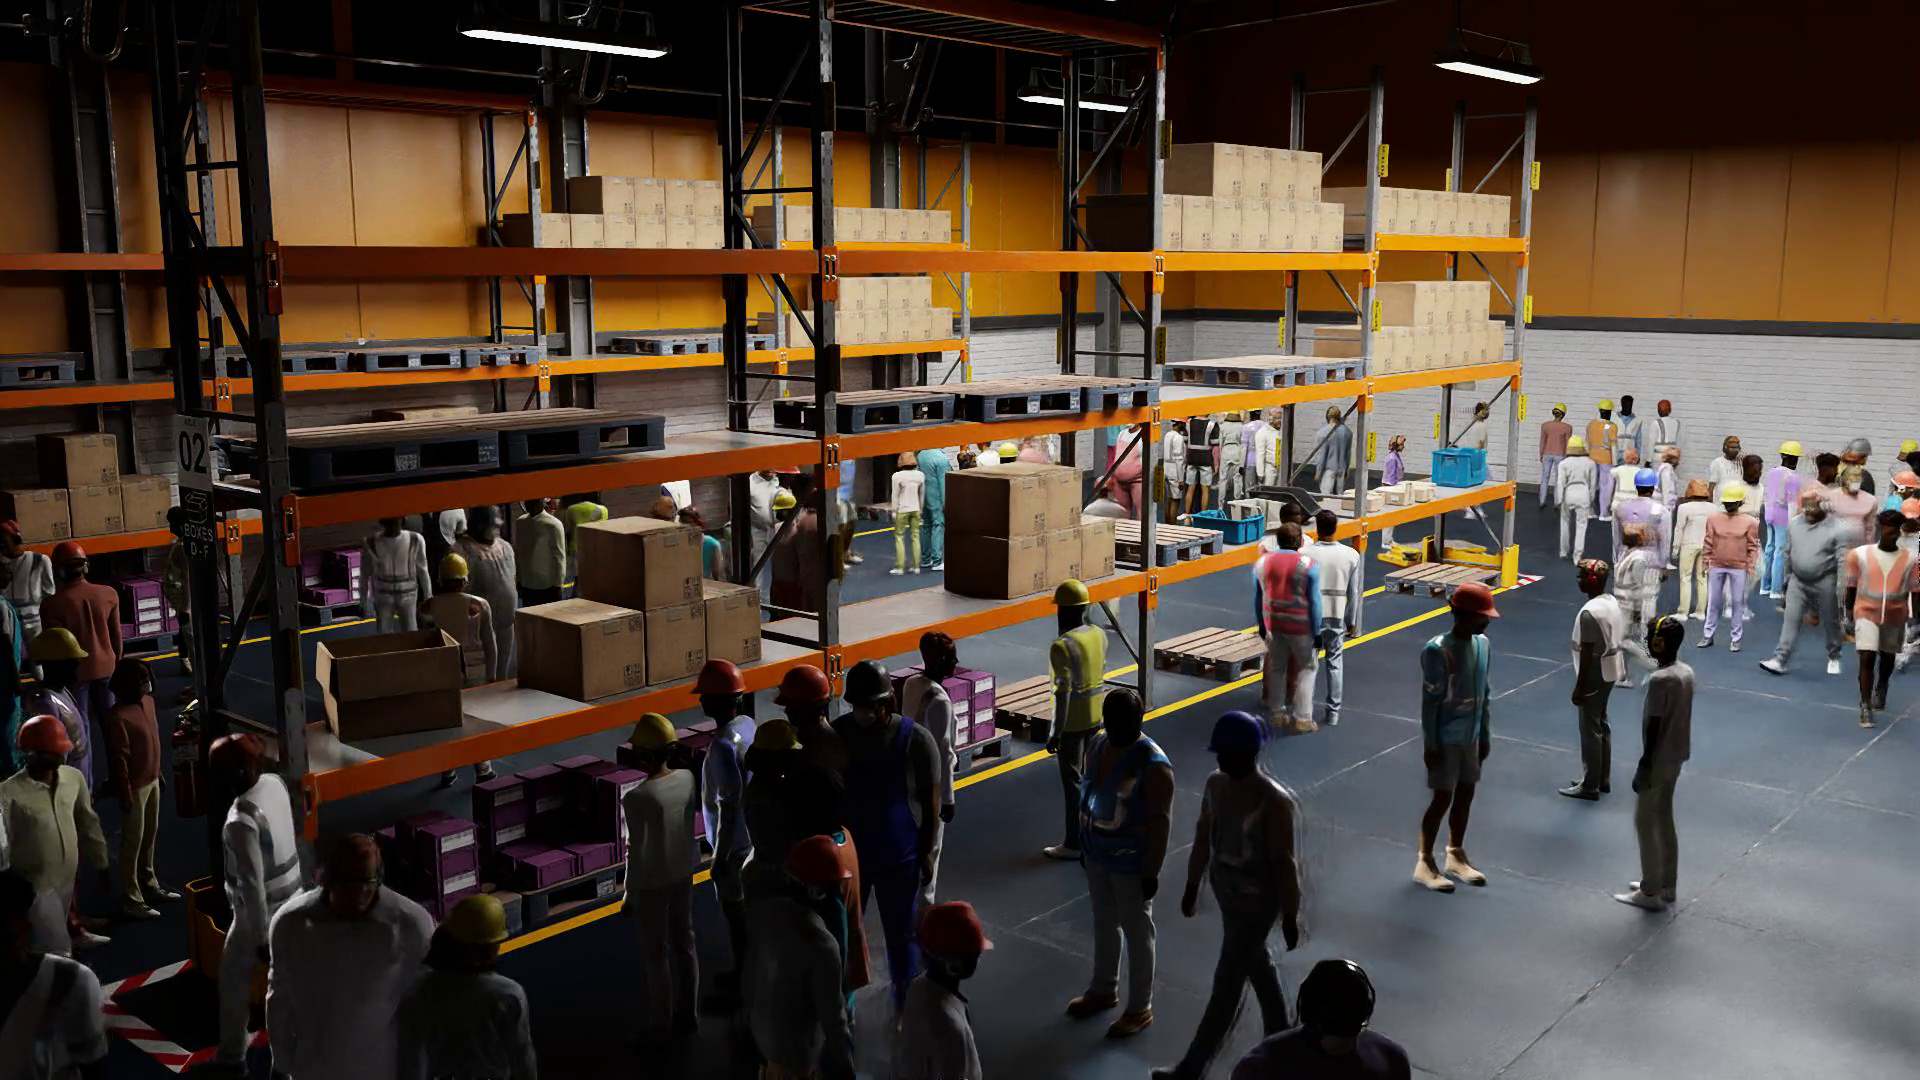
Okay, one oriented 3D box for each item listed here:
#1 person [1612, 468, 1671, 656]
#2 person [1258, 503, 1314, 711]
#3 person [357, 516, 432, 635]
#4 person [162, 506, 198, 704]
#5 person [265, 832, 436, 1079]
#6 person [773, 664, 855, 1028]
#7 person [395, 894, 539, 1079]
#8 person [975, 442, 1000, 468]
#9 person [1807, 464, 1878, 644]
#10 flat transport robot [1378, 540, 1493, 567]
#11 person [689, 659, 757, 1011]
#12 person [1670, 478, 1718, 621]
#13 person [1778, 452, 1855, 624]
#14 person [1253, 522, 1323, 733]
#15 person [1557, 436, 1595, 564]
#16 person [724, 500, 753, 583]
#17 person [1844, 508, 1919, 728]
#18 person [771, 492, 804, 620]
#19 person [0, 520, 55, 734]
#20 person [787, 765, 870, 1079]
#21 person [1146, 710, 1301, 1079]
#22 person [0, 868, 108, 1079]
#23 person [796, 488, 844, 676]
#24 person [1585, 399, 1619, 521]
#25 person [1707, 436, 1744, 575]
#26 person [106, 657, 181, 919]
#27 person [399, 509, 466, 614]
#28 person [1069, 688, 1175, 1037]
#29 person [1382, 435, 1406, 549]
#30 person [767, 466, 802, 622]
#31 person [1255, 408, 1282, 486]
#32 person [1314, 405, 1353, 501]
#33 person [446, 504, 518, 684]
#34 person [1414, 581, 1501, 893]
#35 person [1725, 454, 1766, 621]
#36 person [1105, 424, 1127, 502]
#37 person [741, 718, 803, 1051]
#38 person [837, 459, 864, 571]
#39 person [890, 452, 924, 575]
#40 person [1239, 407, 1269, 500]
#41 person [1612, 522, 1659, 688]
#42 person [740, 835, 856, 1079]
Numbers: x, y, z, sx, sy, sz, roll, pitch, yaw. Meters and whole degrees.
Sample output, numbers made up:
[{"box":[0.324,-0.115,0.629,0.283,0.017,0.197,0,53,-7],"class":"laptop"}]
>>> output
[{"box":[7.044,0.225,17.210,0.381,1.951,0.605,-8,13,-41],"class":"person"},{"box":[2.952,0.598,15.131,0.599,1.905,0.391,-5,11,-29],"class":"person"},{"box":[-5.247,0.562,15.454,0.693,1.862,0.438,-3,10,-17],"class":"person"},{"box":[-7.123,0.589,15.383,0.429,1.837,0.620,-2,10,-13],"class":"person"},{"box":[-2.372,2.053,6.490,0.668,1.883,0.581,-1,10,-8],"class":"person"},{"box":[-0.780,1.620,8.788,0.408,1.985,0.620,-6,11,-30],"class":"person"},{"box":[-1.851,2.177,6.255,0.595,1.703,0.525,-1,10,-4],"class":"person"},{"box":[0.369,-0.529,22.030,0.384,1.841,0.565,5,11,25],"class":"person"},{"box":[9.491,0.126,17.910,0.632,1.924,0.671,0,10,2],"class":"person"},{"box":[6.443,0.175,22.512,1.431,0.197,0.652,-4,10,-23],"class":"flat transport robot"},{"box":[-1.274,1.596,9.063,0.374,1.935,0.552,1,10,6],"class":"person"},{"box":[8.316,0.113,18.846,0.498,1.627,0.283,-2,10,-12],"class":"person"},{"box":[9.764,-0.041,18.848,0.875,1.931,0.609,7,12,38],"class":"person"},{"box":[2.840,0.754,14.395,0.659,1.837,0.429,8,12,40],"class":"person"},{"box":[8.359,-0.559,22.618,0.495,1.702,0.873,2,10,14],"class":"person"},{"box":[-2.320,0.342,17.433,0.309,1.641,0.513,2,10,10],"class":"person"},{"box":[8.199,0.646,14.791,0.613,1.925,0.987,4,10,24],"class":"person"},{"box":[-1.736,0.396,16.743,0.310,1.768,0.533,-9,13,-42],"class":"person"},{"box":[-8.086,0.750,14.324,0.589,1.877,0.375,-1,10,-7],"class":"person"},{"box":[-0.579,1.909,7.247,0.379,1.919,0.597,-1,10,-4],"class":"person"},{"box":[1.322,1.762,8.191,0.986,1.889,0.656,-4,10,-25],"class":"person"},{"box":[-3.385,2.106,5.983,0.639,1.946,0.522,-1,10,-7],"class":"person"},{"box":[-1.357,0.397,16.358,0.397,1.901,0.642,-5,11,-28],"class":"person"},{"box":[10.083,-1.256,26.113,0.359,1.930,0.587,-5,11,-30],"class":"person"},{"box":[9.914,-0.440,21.538,0.501,1.839,0.347,-2,10,-10],"class":"person"},{"box":[-5.109,1.529,10.366,0.274,1.632,0.507,0,10,-2],"class":"person"},{"box":[-5.345,0.243,16.835,0.681,2.000,0.535,-4,10,-21],"class":"person"},{"box":[0.837,1.683,8.821,0.429,1.846,0.633,-6,11,-34],"class":"person"},{"box":[6.124,-0.674,23.542,0.313,1.631,0.525,3,10,17],"class":"person"},{"box":[-1.928,0.042,18.395,0.398,1.929,0.543,-2,10,-14],"class":"person"},{"box":[4.703,-1.039,24.938,0.653,1.896,0.400,-7,12,-37],"class":"person"},{"box":[5.545,-1.032,24.752,0.635,1.937,0.354,-5,11,-28],"class":"person"},{"box":[-4.062,0.656,14.371,0.535,2.000,0.694,6,11,34],"class":"person"},{"box":[3.234,1.266,10.780,0.628,2.029,0.406,-7,12,-35],"class":"person"},{"box":[8.886,-0.029,18.863,0.610,1.900,0.448,-5,11,-26],"class":"person"},{"box":[2.672,-1.644,28.235,0.378,1.995,0.609,-4,10,-23],"class":"person"},{"box":[-0.967,1.771,8.638,0.323,1.737,0.488,1,10,4],"class":"person"},{"box":[-1.510,-0.570,21.840,0.481,1.991,0.701,5,11,26],"class":"person"},{"box":[-0.687,-0.353,21.631,0.517,1.629,0.294,-6,11,-34],"class":"person"},{"box":[4.601,-1.218,25.953,0.590,1.913,0.399,-5,11,-29],"class":"person"},{"box":[6.382,0.627,15.772,0.438,1.626,0.520,2,10,12],"class":"person"},{"box":[-0.646,2.064,6.965,0.905,1.696,0.574,-6,11,-30],"class":"person"}]
